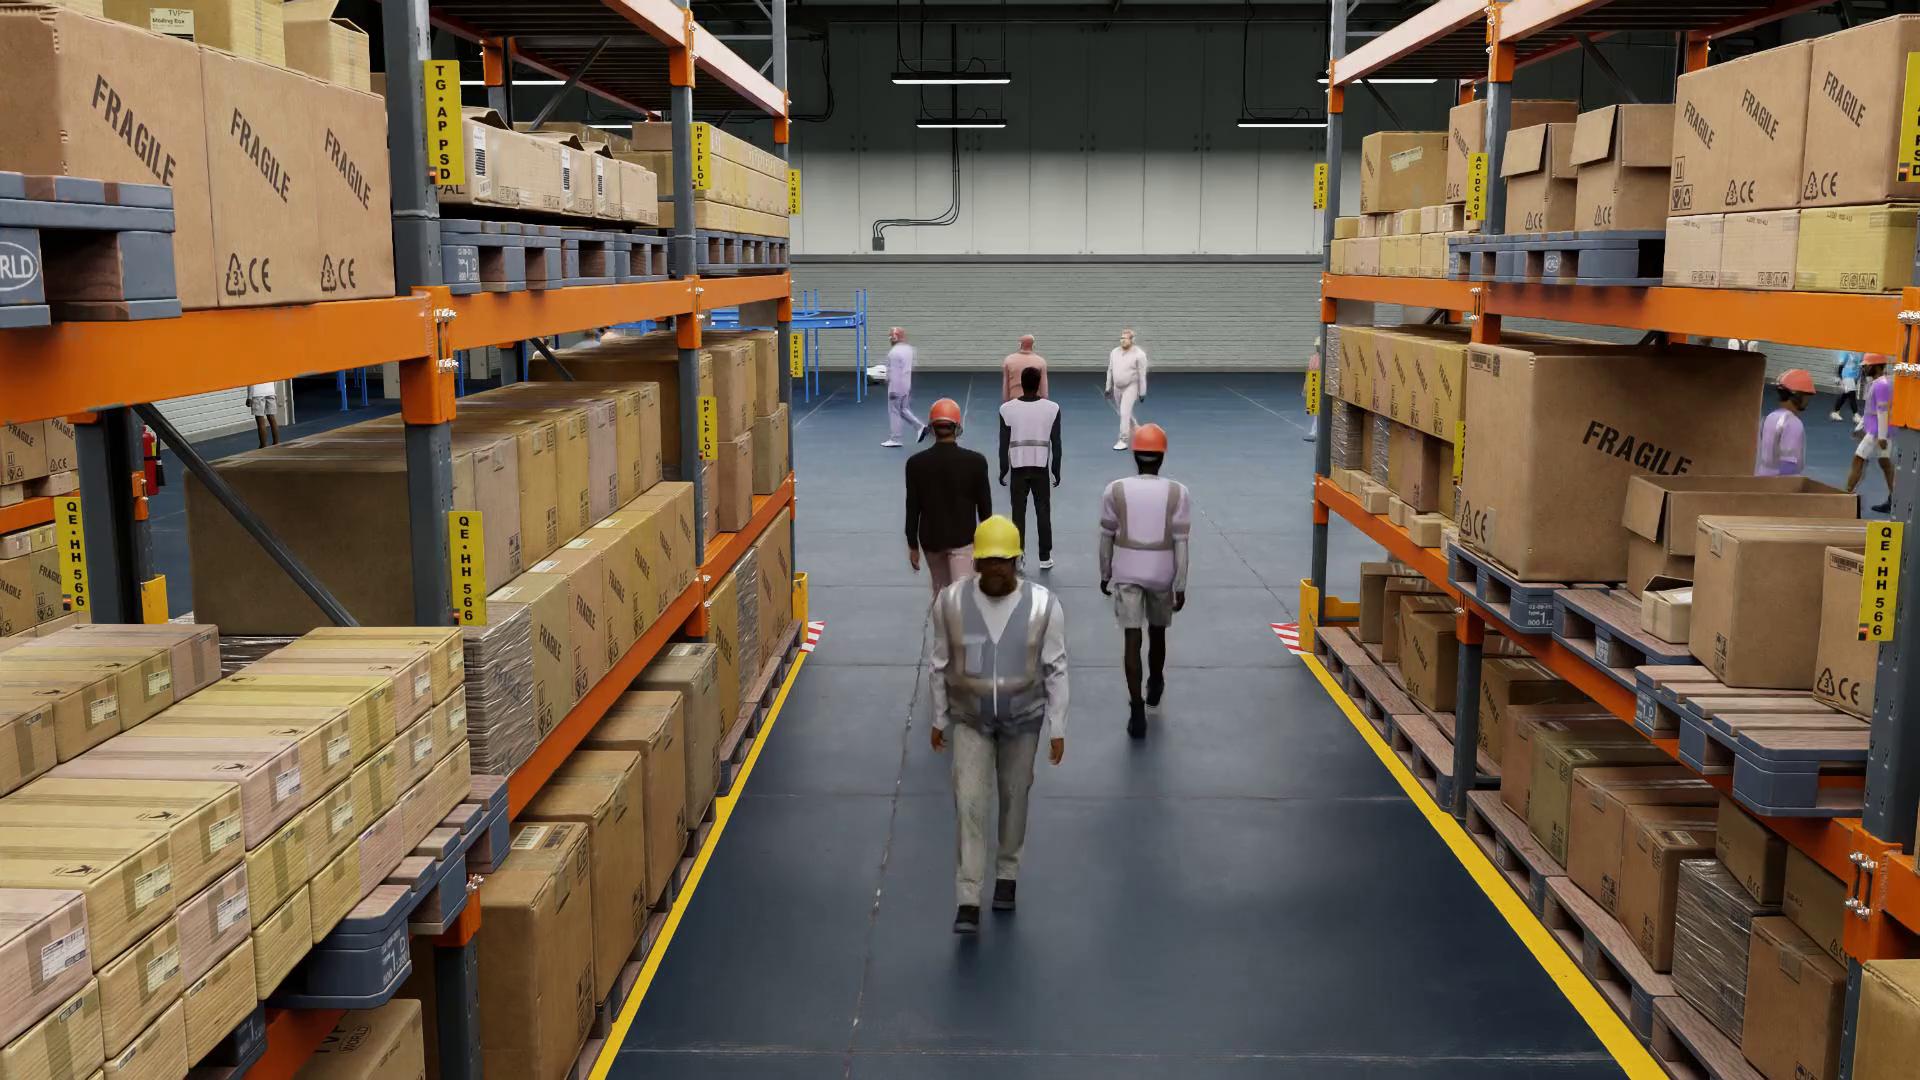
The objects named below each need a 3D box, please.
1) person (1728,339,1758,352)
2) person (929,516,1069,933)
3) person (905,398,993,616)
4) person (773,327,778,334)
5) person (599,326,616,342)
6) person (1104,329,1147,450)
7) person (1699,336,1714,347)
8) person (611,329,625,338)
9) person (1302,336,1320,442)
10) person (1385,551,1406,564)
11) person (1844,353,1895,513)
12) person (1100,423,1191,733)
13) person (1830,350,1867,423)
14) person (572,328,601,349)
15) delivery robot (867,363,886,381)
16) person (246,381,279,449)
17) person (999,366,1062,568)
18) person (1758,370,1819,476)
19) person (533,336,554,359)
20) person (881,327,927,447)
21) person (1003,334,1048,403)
[{"bbox_3d":[14.384,-3.115,30.632,0.501,1.830,0.426,3,10,19],"label":"person"},{"bbox_3d":[0.161,0.806,7.215,0.621,1.801,0.821,0,9,3],"label":"person"},{"bbox_3d":[-0.091,-0.004,11.595,0.612,1.968,0.922,3,10,19],"label":"person"},{"bbox_3d":[-3.512,-3.377,32.092,0.533,1.868,0.310,1,10,4],"label":"person"},{"bbox_3d":[-6.642,-3.203,30.878,0.649,1.919,0.570,1,10,7],"label":"person"},{"bbox_3d":[2.646,-2.379,26.111,0.640,1.873,0.897,9,13,42],"label":"person"},{"bbox_3d":[11.876,-2.430,26.597,0.621,1.823,0.722,4,10,24],"label":"person"},{"bbox_3d":[-8.823,-5.144,42.498,0.590,1.926,0.388,-9,13,-43],"label":"person"},{"bbox_3d":[5.896,-2.468,27.080,0.916,1.721,0.520,-6,11,-33],"label":"person"},{"bbox_3d":[3.549,-0.187,13.130,0.457,1.818,0.596,1,10,4],"label":"person"},{"bbox_3d":[10.608,-1.279,19.463,0.942,1.889,0.564,7,12,35],"label":"person"},{"bbox_3d":[1.167,0.210,10.521,0.562,1.885,0.973,1,10,7],"label":"person"},{"bbox_3d":[16.225,-2.965,30.272,0.545,1.651,0.866,-4,10,-21],"label":"person"},{"bbox_3d":[-5.915,-2.509,26.724,0.634,1.922,0.574,0,9,-1],"label":"person"},{"bbox_3d":[-1.888,-3.954,39.318,0.707,0.478,0.477,3,10,19],"label":"delivery robot"},{"bbox_3d":[-10.403,-2.186,24.746,0.358,1.938,0.542,4,10,24],"label":"person"},{"bbox_3d":[0.667,-0.683,15.805,0.597,1.916,0.371,0,9,-1],"label":"person"},{"bbox_3d":[6.954,-0.410,13.893,0.860,2.003,0.633,1,10,6],"label":"person"},{"bbox_3d":[-5.990,-2.071,24.056,0.631,1.940,0.372,8,13,41],"label":"person"},{"bbox_3d":[-0.902,-2.409,26.221,0.622,1.893,0.650,4,10,21],"label":"person"},{"bbox_3d":[0.930,-1.987,23.697,0.670,1.889,0.569,2,10,12],"label":"person"}]
